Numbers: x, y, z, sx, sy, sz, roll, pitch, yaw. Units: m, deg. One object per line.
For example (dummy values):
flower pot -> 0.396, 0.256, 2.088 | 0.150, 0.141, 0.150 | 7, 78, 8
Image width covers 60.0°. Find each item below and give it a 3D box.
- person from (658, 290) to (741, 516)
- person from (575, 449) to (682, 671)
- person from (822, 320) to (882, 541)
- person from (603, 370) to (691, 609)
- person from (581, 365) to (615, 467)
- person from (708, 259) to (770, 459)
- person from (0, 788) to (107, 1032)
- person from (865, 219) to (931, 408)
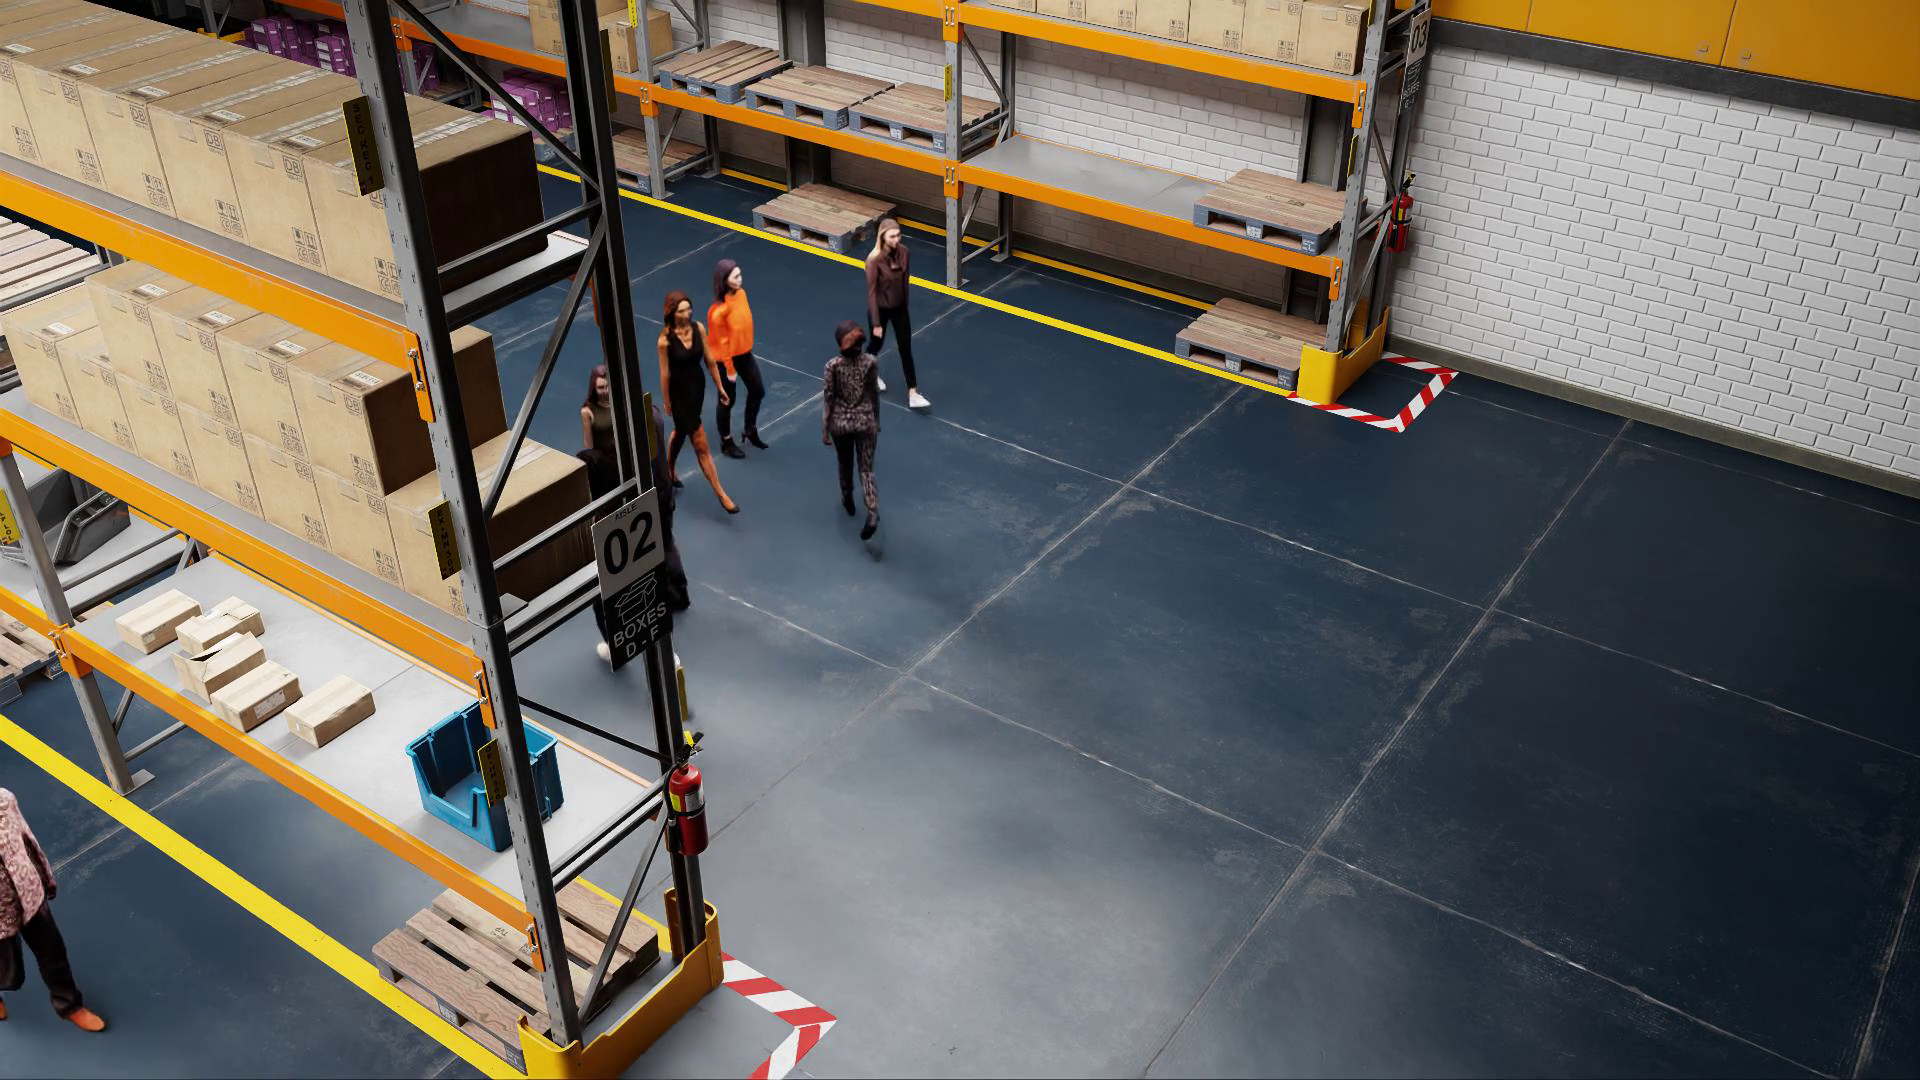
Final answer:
person -> -2.139, -1.085, 12.746 | 1.167, 1.782, 0.683 | 26, 42, 34
person -> -2.167, 0.214, 10.796 | 0.787, 1.778, 1.143 | -28, 42, -35
person -> -0.765, -0.797, 12.394 | 1.039, 1.693, 1.137 | -9, 35, -13
person -> -2.079, -0.301, 11.442 | 0.884, 1.921, 0.868 | 2, 34, 3
person -> -2.557, -0.591, 12.202 | 0.634, 1.561, 0.676 | -10, 35, -14
person -> -1.907, -1.451, 13.338 | 0.635, 1.737, 0.652 | 16, 37, 23
person -> -4.876, 1.805, 8.393 | 0.970, 1.787, 0.781 | 15, 37, 21
person -> -0.663, -1.961, 14.179 | 0.878, 1.655, 1.167 | -21, 39, -29
